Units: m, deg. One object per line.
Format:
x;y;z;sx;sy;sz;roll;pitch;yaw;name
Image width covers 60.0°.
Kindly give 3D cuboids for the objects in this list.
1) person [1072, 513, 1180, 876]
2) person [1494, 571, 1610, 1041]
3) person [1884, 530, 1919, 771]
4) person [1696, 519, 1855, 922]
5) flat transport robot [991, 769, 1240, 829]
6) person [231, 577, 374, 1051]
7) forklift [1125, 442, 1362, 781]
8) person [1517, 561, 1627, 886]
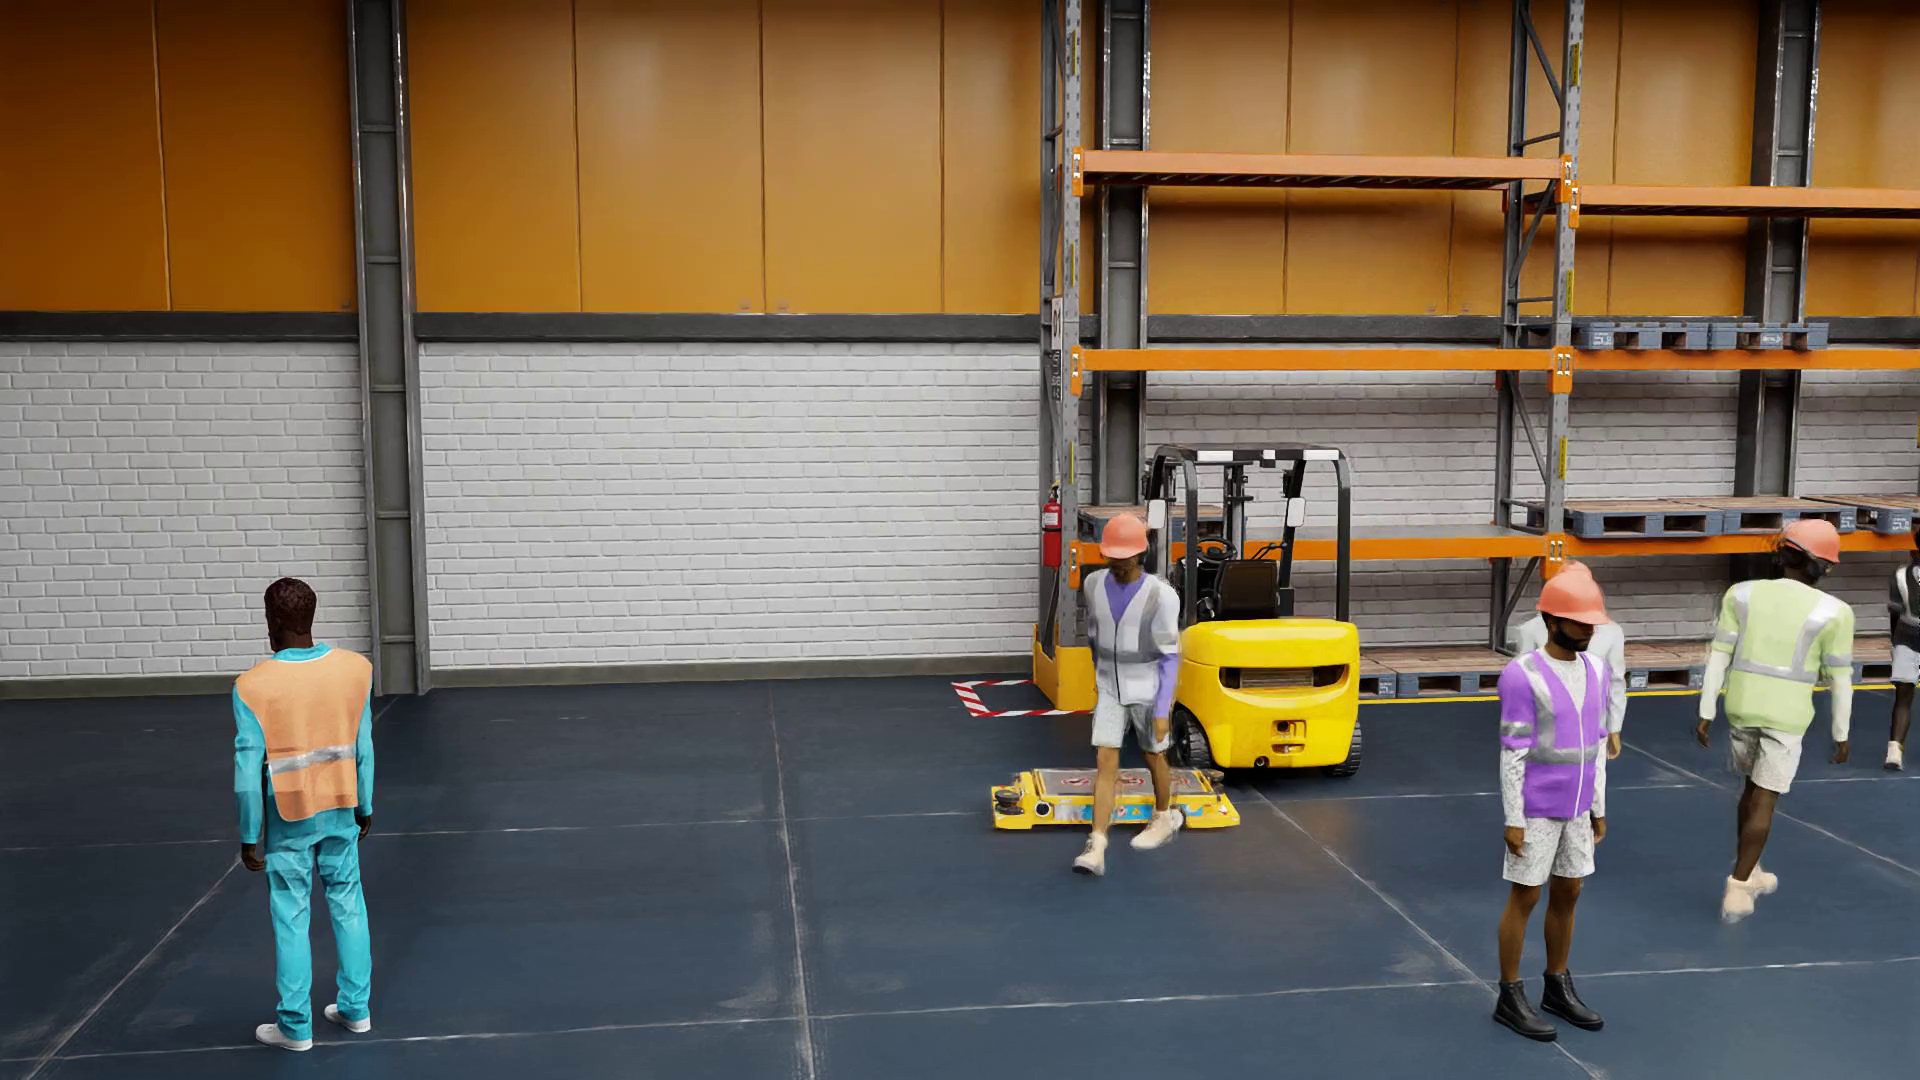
0.919;0.816;9.022;0.615;1.956;1.101;4;8;33;person
2.459;1.083;6.836;0.545;1.930;0.388;-3;7;-26;person
6.463;0.734;11.102;0.538;1.643;0.880;5;8;35;person
4.078;0.888;8.300;0.799;1.978;0.639;-6;9;-43;person
0.912;1.543;9.984;1.431;0.197;0.652;0;7;-1;flat transport robot
-2.637;1.104;6.735;0.397;1.910;0.587;5;8;40;person
1.912;0.418;11.496;1.214;2.155;2.313;-1;7;-8;forklift
3.204;0.960;8.770;0.556;1.729;0.411;0;7;3;person
